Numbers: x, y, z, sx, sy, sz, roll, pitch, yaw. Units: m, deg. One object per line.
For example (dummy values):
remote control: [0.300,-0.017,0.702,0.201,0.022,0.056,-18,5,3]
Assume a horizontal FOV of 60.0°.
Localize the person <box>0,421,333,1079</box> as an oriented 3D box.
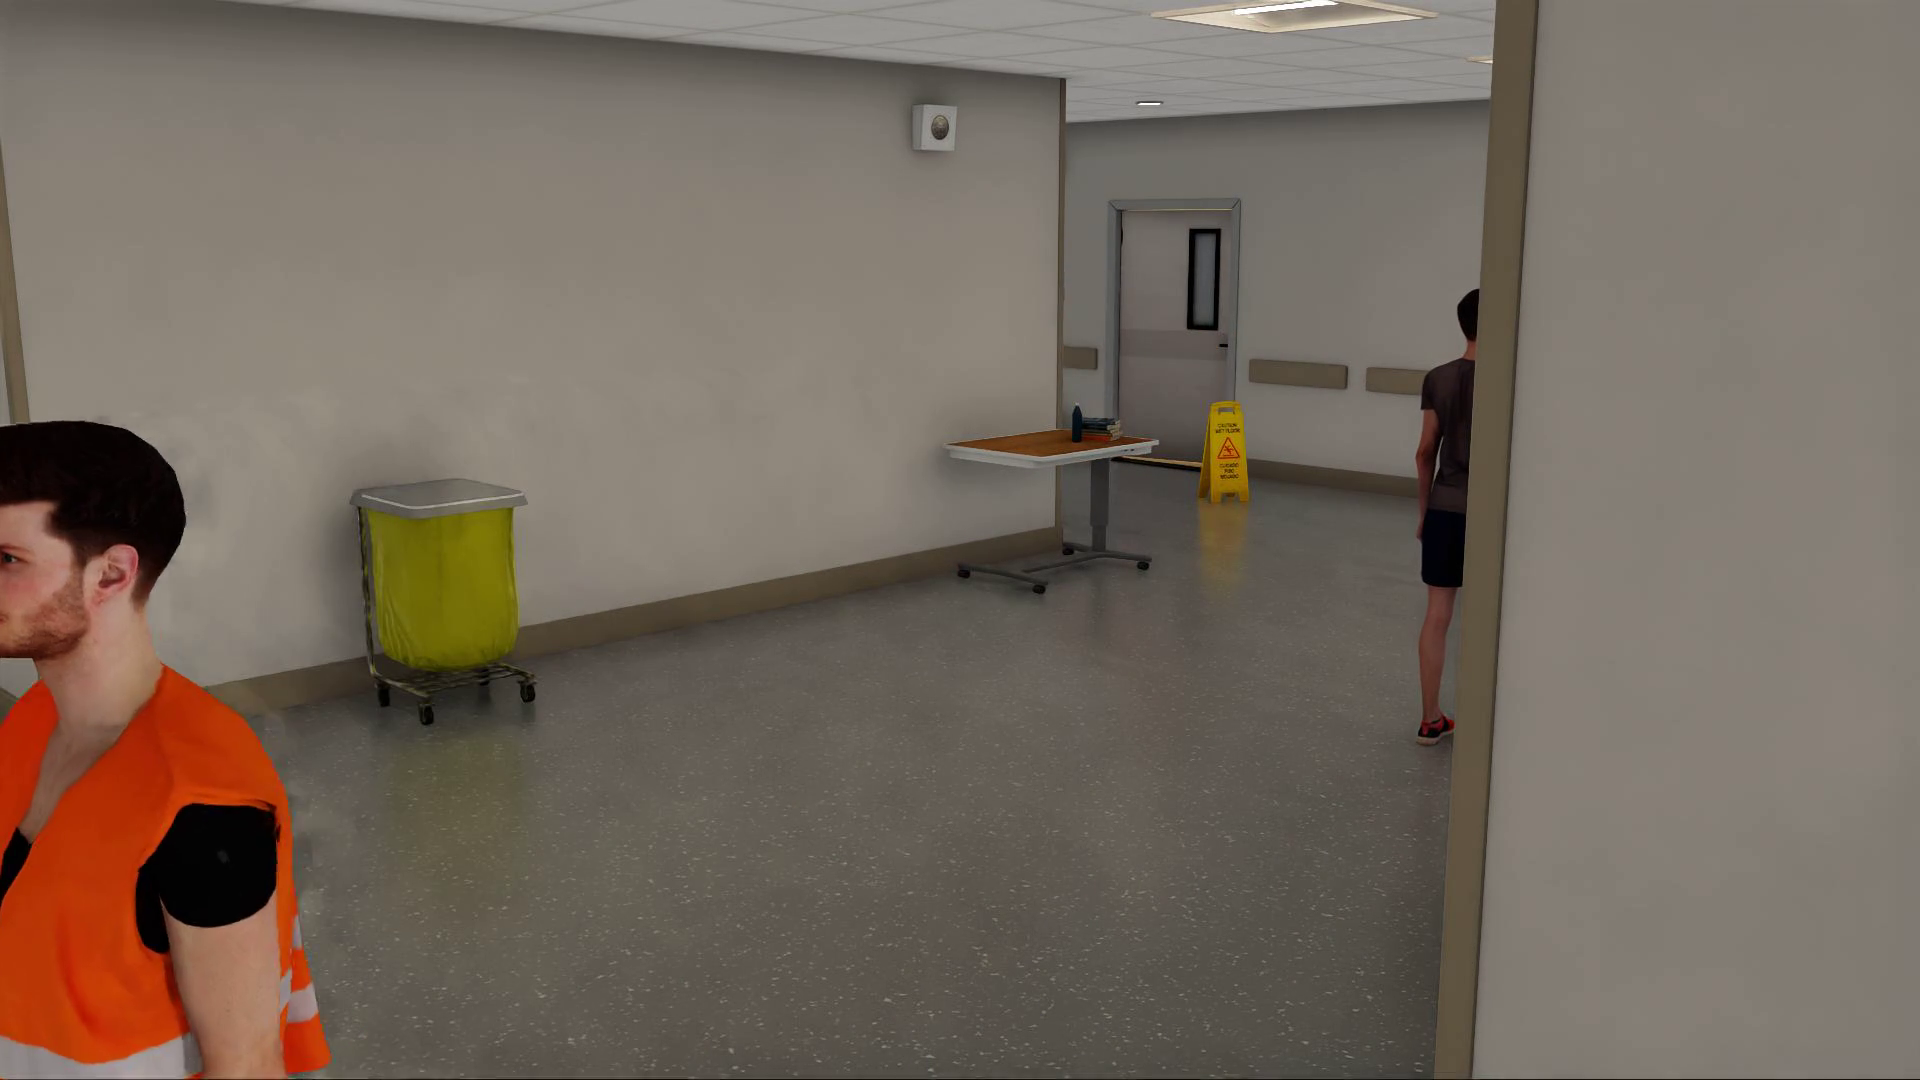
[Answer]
person: [-0.938,0.778,2.118,0.932,1.867,0.716,10,15,43]
